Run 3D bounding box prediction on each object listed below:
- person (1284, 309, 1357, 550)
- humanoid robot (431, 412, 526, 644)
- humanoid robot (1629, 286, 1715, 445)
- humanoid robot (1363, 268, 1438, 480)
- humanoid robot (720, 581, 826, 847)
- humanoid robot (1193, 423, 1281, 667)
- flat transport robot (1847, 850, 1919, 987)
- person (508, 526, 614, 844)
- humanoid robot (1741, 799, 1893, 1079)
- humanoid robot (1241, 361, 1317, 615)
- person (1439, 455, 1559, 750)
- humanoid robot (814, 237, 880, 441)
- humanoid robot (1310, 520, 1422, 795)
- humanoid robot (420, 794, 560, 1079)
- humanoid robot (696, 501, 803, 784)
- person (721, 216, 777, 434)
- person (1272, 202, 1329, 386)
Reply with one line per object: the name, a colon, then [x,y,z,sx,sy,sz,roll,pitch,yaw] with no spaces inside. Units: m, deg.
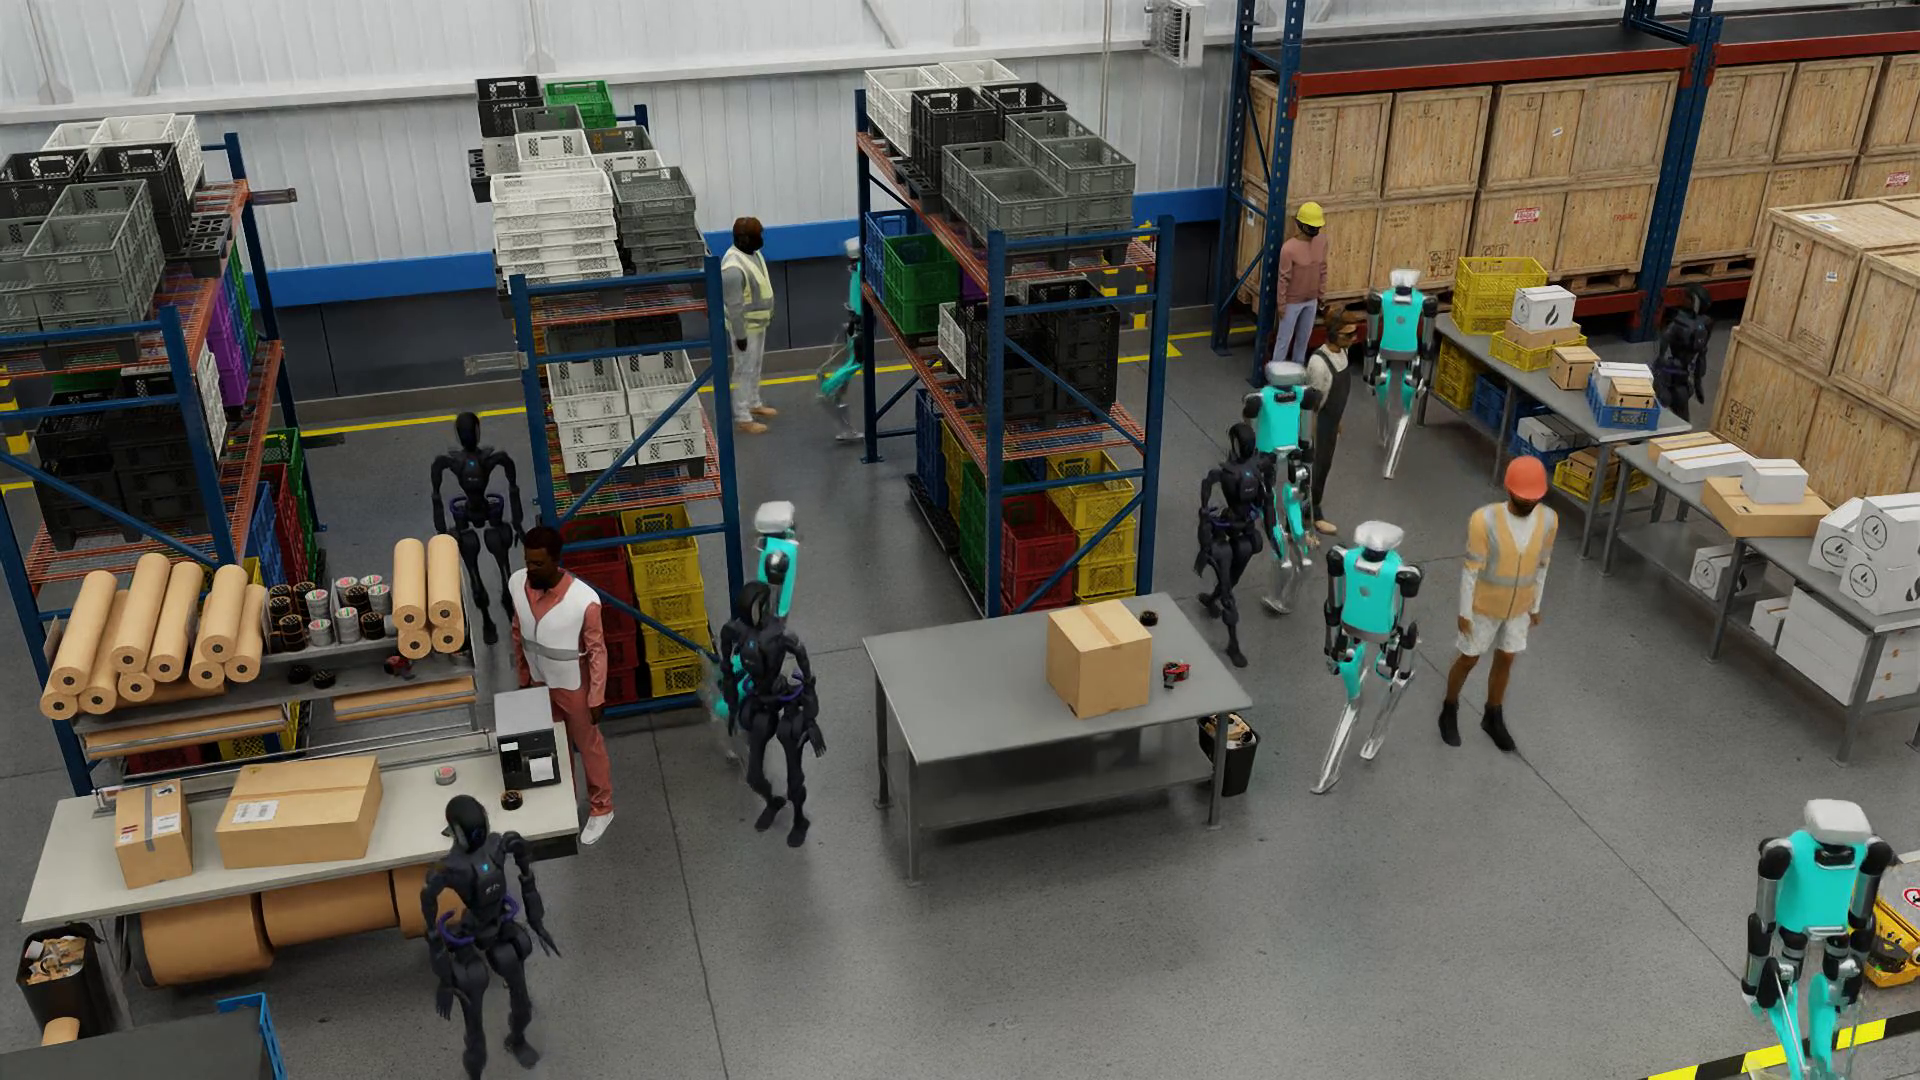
person: [2.617,-0.807,12.010,0.332,1.836,0.503,18,34,30]
humanoid robot: [-3.118,-0.074,10.828,0.602,1.644,0.335,-8,30,-14]
humanoid robot: [5.566,-1.191,12.894,0.605,1.624,0.738,-15,32,-26]
humanoid robot: [3.470,-1.388,13.208,0.561,1.813,0.904,8,30,15]
humanoid robot: [-0.997,0.934,9.004,0.612,1.646,0.327,12,31,20]
humanoid robot: [1.777,-0.046,10.845,0.600,1.641,0.804,-11,31,-19]
flat transport robot: [5.163,1.916,8.676,1.431,0.231,0.659,-8,30,-14]
person: [-2.162,0.769,9.047,0.592,1.921,0.389,14,32,23]
humanoid robot: [3.628,1.979,7.037,0.546,1.766,0.900,-1,29,-1]
humanoid robot: [2.197,-0.231,11.118,0.532,1.831,0.789,-9,30,-16]
person: [3.180,0.373,9.765,0.545,1.944,0.388,-4,29,-7]
humanoid robot: [-0.973,-1.521,13.470,0.734,1.855,0.542,-8,30,-15]
humanoid robot: [2.387,0.612,9.525,0.536,1.757,0.943,18,34,29]
humanoid robot: [-2.106,1.809,7.416,0.361,1.662,0.591,24,37,36]
humanoid robot: [-1.271,0.624,9.548,0.804,1.807,0.538,0,29,1]
person: [-1.743,-1.795,13.810,0.431,1.836,0.627,5,29,9]
person: [2.955,-2.072,14.385,0.521,1.762,0.335,-17,33,-28]
